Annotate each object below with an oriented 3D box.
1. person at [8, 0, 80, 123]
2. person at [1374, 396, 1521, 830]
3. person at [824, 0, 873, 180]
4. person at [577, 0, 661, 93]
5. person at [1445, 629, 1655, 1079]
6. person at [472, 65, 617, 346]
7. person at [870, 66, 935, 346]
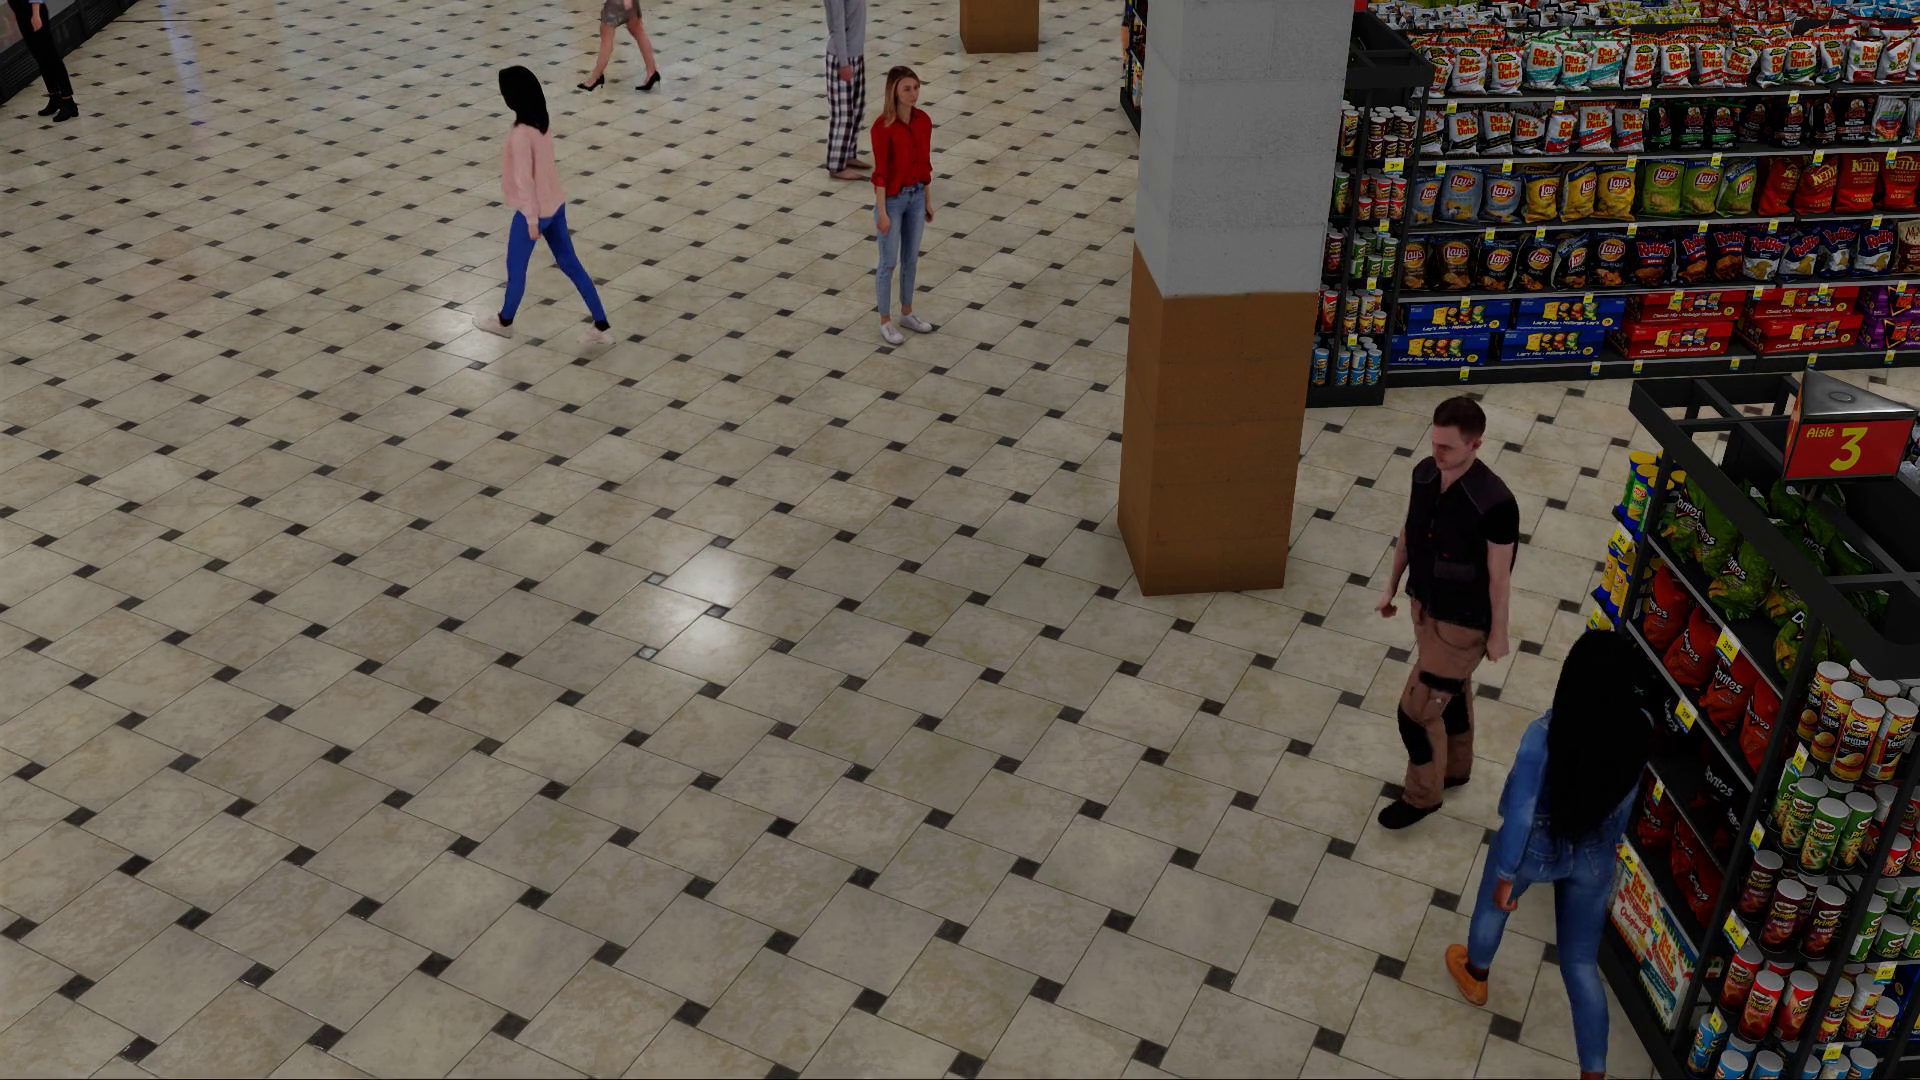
[{"bbox_3d":[-7.754,-4.391,13.883,0.716,1.743,0.766,26,40,35],"label":"person"},{"bbox_3d":[1.971,0.253,6.359,0.843,1.808,0.798,-13,34,-20],"label":"person"},{"bbox_3d":[-0.877,-3.700,12.677,0.672,1.844,0.706,9,33,15],"label":"person"},{"bbox_3d":[-2.849,-4.736,14.469,0.961,1.710,0.647,-4,32,-7],"label":"person"},{"bbox_3d":[1.892,1.086,5.153,1.124,1.666,0.717,-3,32,-5],"label":"person"},{"bbox_3d":[-2.424,-1.919,9.939,1.258,1.712,0.936,8,33,12],"label":"person"},{"bbox_3d":[-0.359,-2.055,10.165,0.648,1.704,0.749,-24,39,-34],"label":"person"}]
